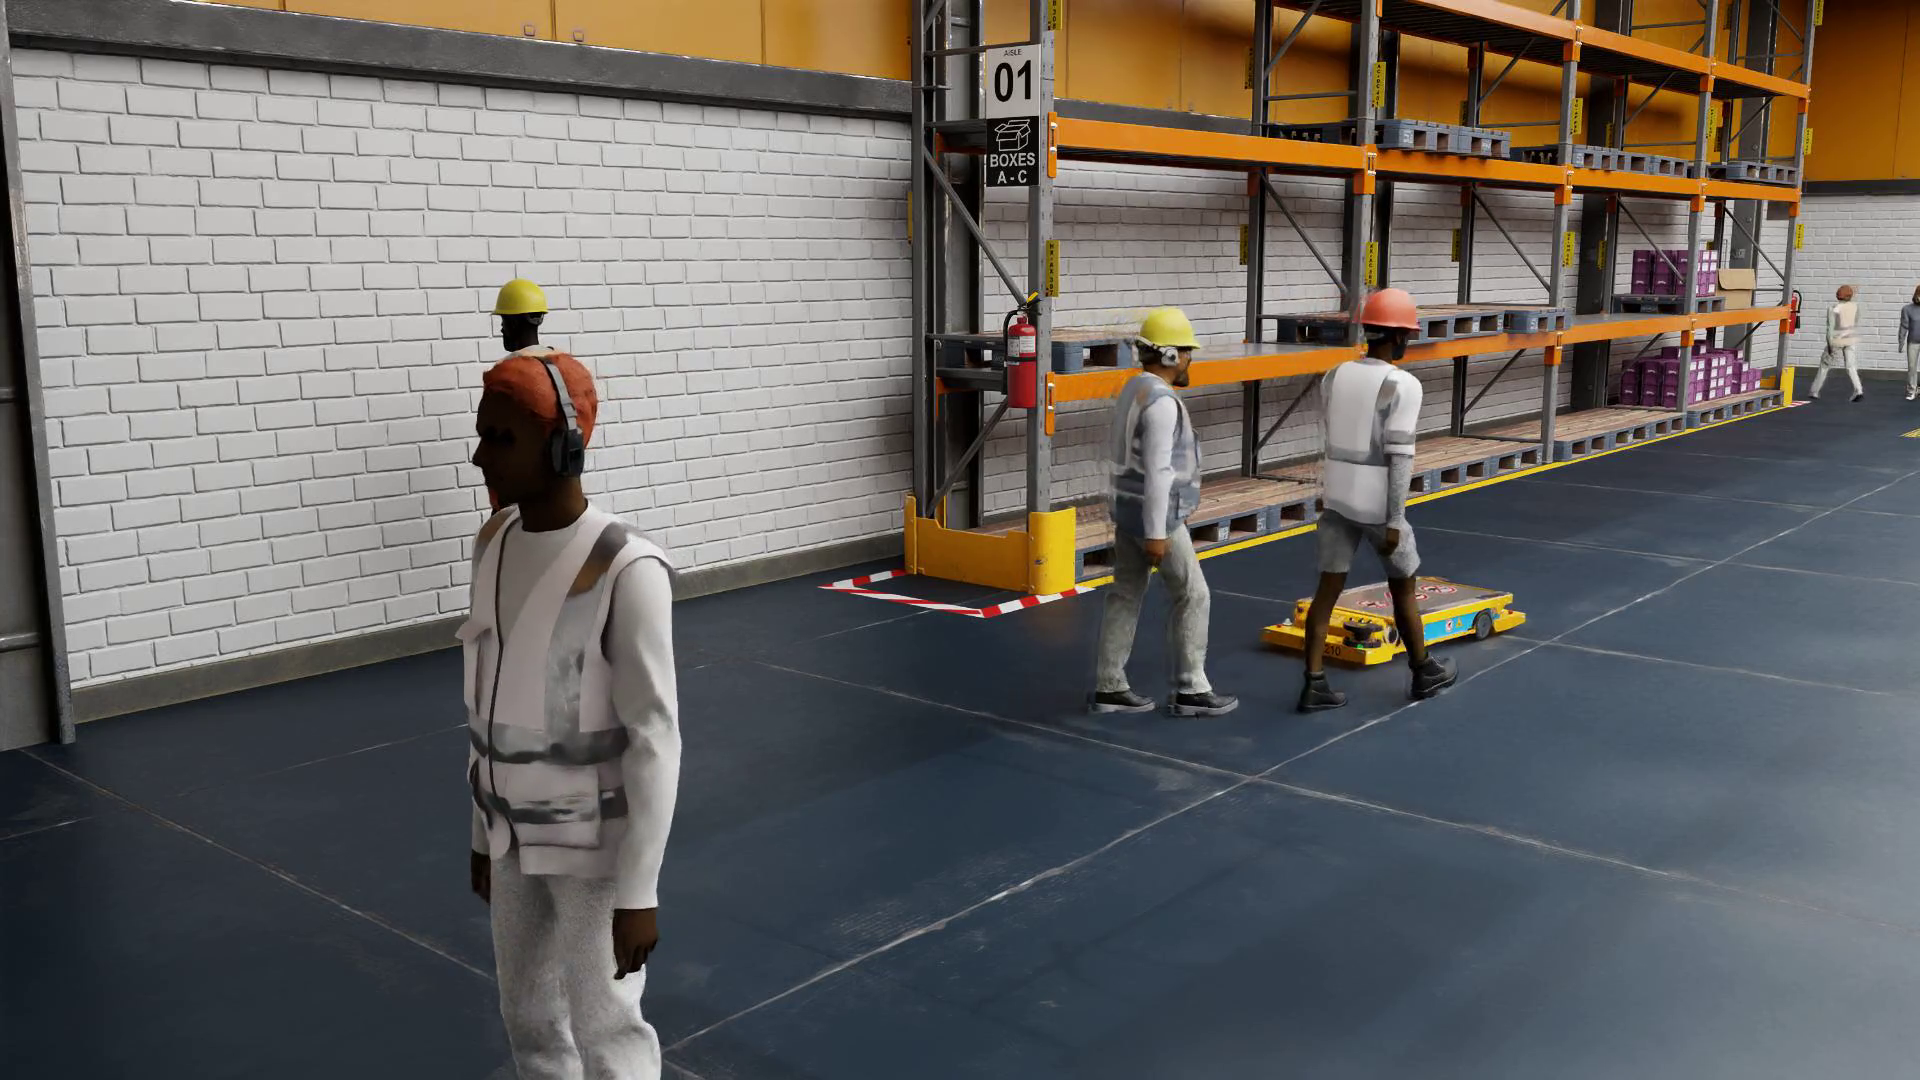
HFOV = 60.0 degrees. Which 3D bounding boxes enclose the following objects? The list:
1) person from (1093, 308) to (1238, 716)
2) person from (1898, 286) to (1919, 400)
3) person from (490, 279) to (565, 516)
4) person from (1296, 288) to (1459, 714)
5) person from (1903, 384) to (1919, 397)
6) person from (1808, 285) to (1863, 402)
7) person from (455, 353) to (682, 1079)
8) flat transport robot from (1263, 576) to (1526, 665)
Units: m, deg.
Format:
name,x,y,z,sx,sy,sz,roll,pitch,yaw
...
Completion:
name,x,y,z,sx,sy,sz,roll,pitch,yaw
person,0.941,-0.110,7.360,0.765,1.803,0.616,-2,10,-9
person,12.973,-2.649,22.494,0.512,1.574,0.876,6,12,32
person,-2.079,-0.292,8.066,0.370,1.927,0.588,3,10,17
person,1.897,-0.176,7.515,0.957,1.891,0.568,-8,13,-38
person,13.499,-2.757,22.882,0.831,1.636,0.539,6,12,30
person,12.016,-2.687,22.683,0.494,1.578,0.873,0,10,-3
person,-0.766,0.584,3.204,0.583,1.883,0.347,9,13,40
flat transport robot,2.325,0.402,8.826,1.431,0.197,0.652,-8,13,-39
